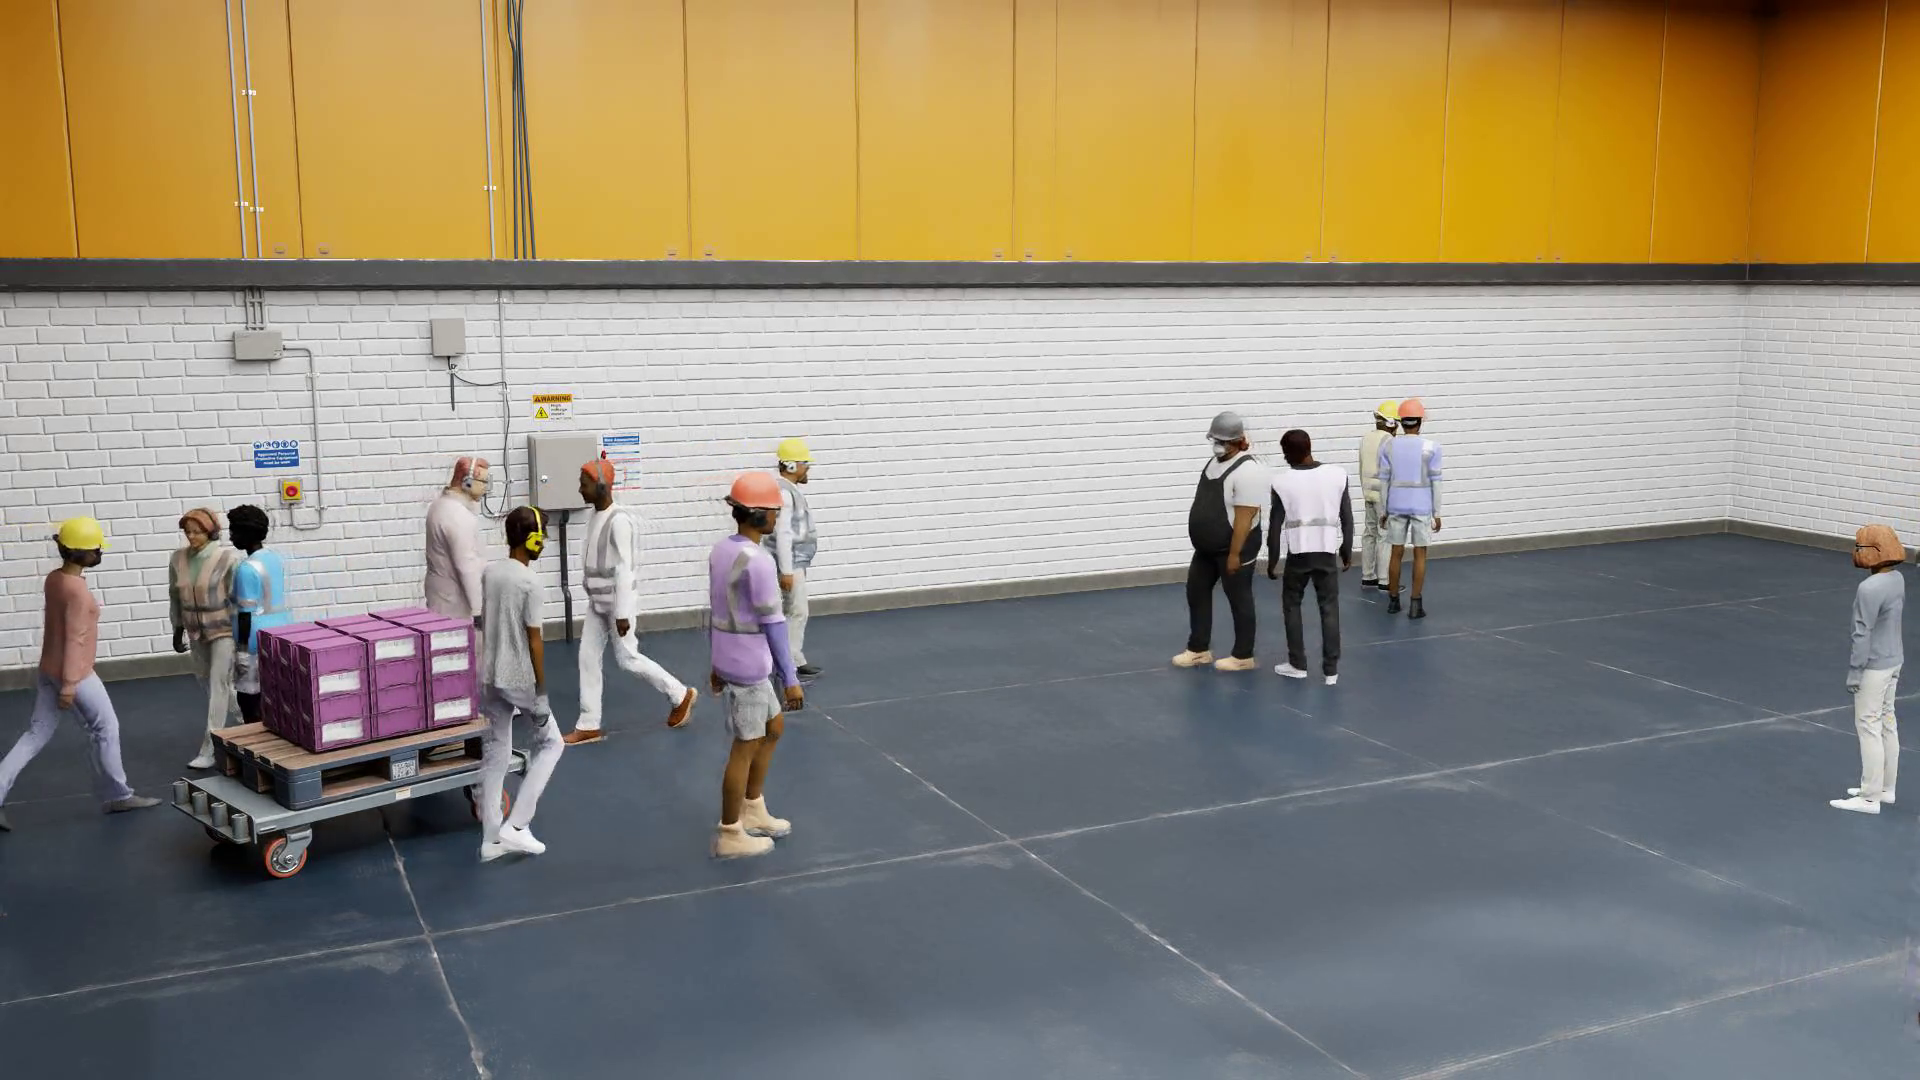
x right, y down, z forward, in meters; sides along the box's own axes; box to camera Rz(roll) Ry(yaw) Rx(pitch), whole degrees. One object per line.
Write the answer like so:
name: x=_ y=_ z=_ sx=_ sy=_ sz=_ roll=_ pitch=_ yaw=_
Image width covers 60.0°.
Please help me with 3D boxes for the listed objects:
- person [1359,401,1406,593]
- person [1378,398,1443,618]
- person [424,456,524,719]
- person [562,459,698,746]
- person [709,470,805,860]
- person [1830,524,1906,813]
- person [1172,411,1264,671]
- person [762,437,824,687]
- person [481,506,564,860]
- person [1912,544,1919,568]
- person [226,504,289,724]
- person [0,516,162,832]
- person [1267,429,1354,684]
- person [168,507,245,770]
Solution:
person: x=4.024 y=-0.409 z=15.786 sx=0.403 sy=1.823 sz=0.588 roll=-3 pitch=10 yaw=-19
person: x=3.954 y=-0.270 z=14.658 sx=0.557 sy=1.936 sz=0.461 roll=5 pitch=10 yaw=27
person: x=-3.186 y=0.373 z=10.857 sx=0.945 sy=1.846 sz=0.704 roll=-4 pitch=10 yaw=-24
person: x=-2.184 y=0.388 z=10.778 sx=0.880 sy=1.855 sz=0.591 roll=-6 pitch=11 yaw=-33
person: x=-1.026 y=0.648 z=8.596 sx=0.632 sy=2.021 sz=0.621 roll=-4 pitch=10 yaw=-24
person: x=5.154 y=0.720 z=9.395 sx=0.497 sy=1.626 sz=0.288 roll=-9 pitch=13 yaw=-43
person: x=1.941 y=0.009 z=12.515 sx=0.753 sy=2.000 sz=0.707 roll=-3 pitch=10 yaw=-17
person: x=-1.248 y=0.153 z=12.287 sx=0.405 sy=1.827 sz=0.618 roll=0 pitch=9 yaw=-2
person: x=-2.295 y=0.743 z=8.565 sx=0.609 sy=1.846 sz=0.451 roll=6 pitch=11 yaw=35
person: x=7.528 y=0.058 z=12.506 sx=0.482 sy=1.943 sz=0.633 roll=-1 pitch=9 yaw=-3
person: x=-4.114 y=0.607 z=9.940 sx=0.567 sy=1.674 sz=0.538 roll=-1 pitch=9 yaw=-5
person: x=-4.933 y=0.725 z=9.065 sx=0.545 sy=1.716 sz=0.904 roll=8 pitch=12 yaw=41
person: x=2.605 y=0.124 z=12.306 sx=0.645 sy=1.878 sz=0.416 roll=0 pitch=9 yaw=0
person: x=-4.609 y=0.577 z=10.327 sx=0.543 sy=1.609 sz=0.774 roll=3 pitch=10 yaw=16
